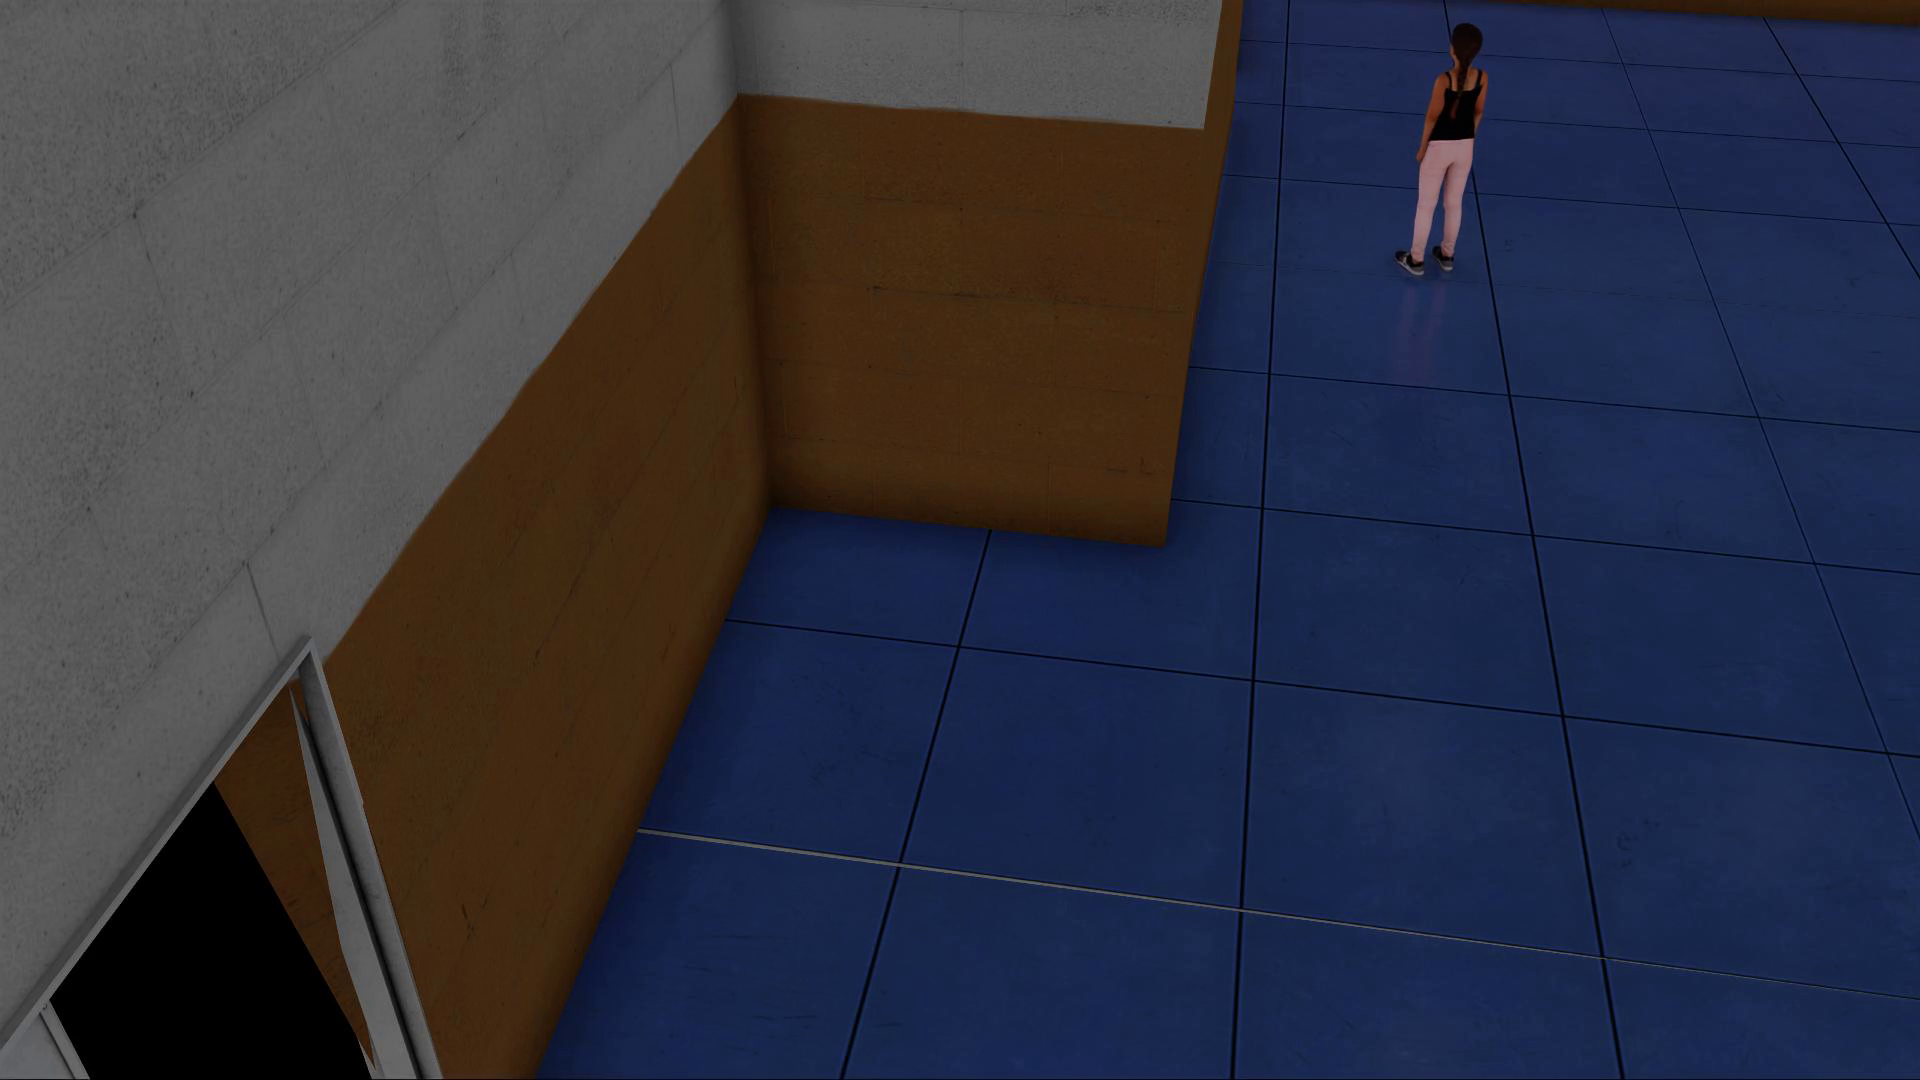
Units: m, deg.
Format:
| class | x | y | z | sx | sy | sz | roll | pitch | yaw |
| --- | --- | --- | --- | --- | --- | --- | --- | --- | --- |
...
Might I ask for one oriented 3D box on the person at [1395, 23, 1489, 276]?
| class | x | y | z | sx | sy | sz | roll | pitch | yaw |
| --- | --- | --- | --- | --- | --- | --- | --- | --- | --- |
| person | 2.971 | -2.365 | 10.098 | 0.543 | 1.565 | 0.645 | -7 | 37 | -9 |
